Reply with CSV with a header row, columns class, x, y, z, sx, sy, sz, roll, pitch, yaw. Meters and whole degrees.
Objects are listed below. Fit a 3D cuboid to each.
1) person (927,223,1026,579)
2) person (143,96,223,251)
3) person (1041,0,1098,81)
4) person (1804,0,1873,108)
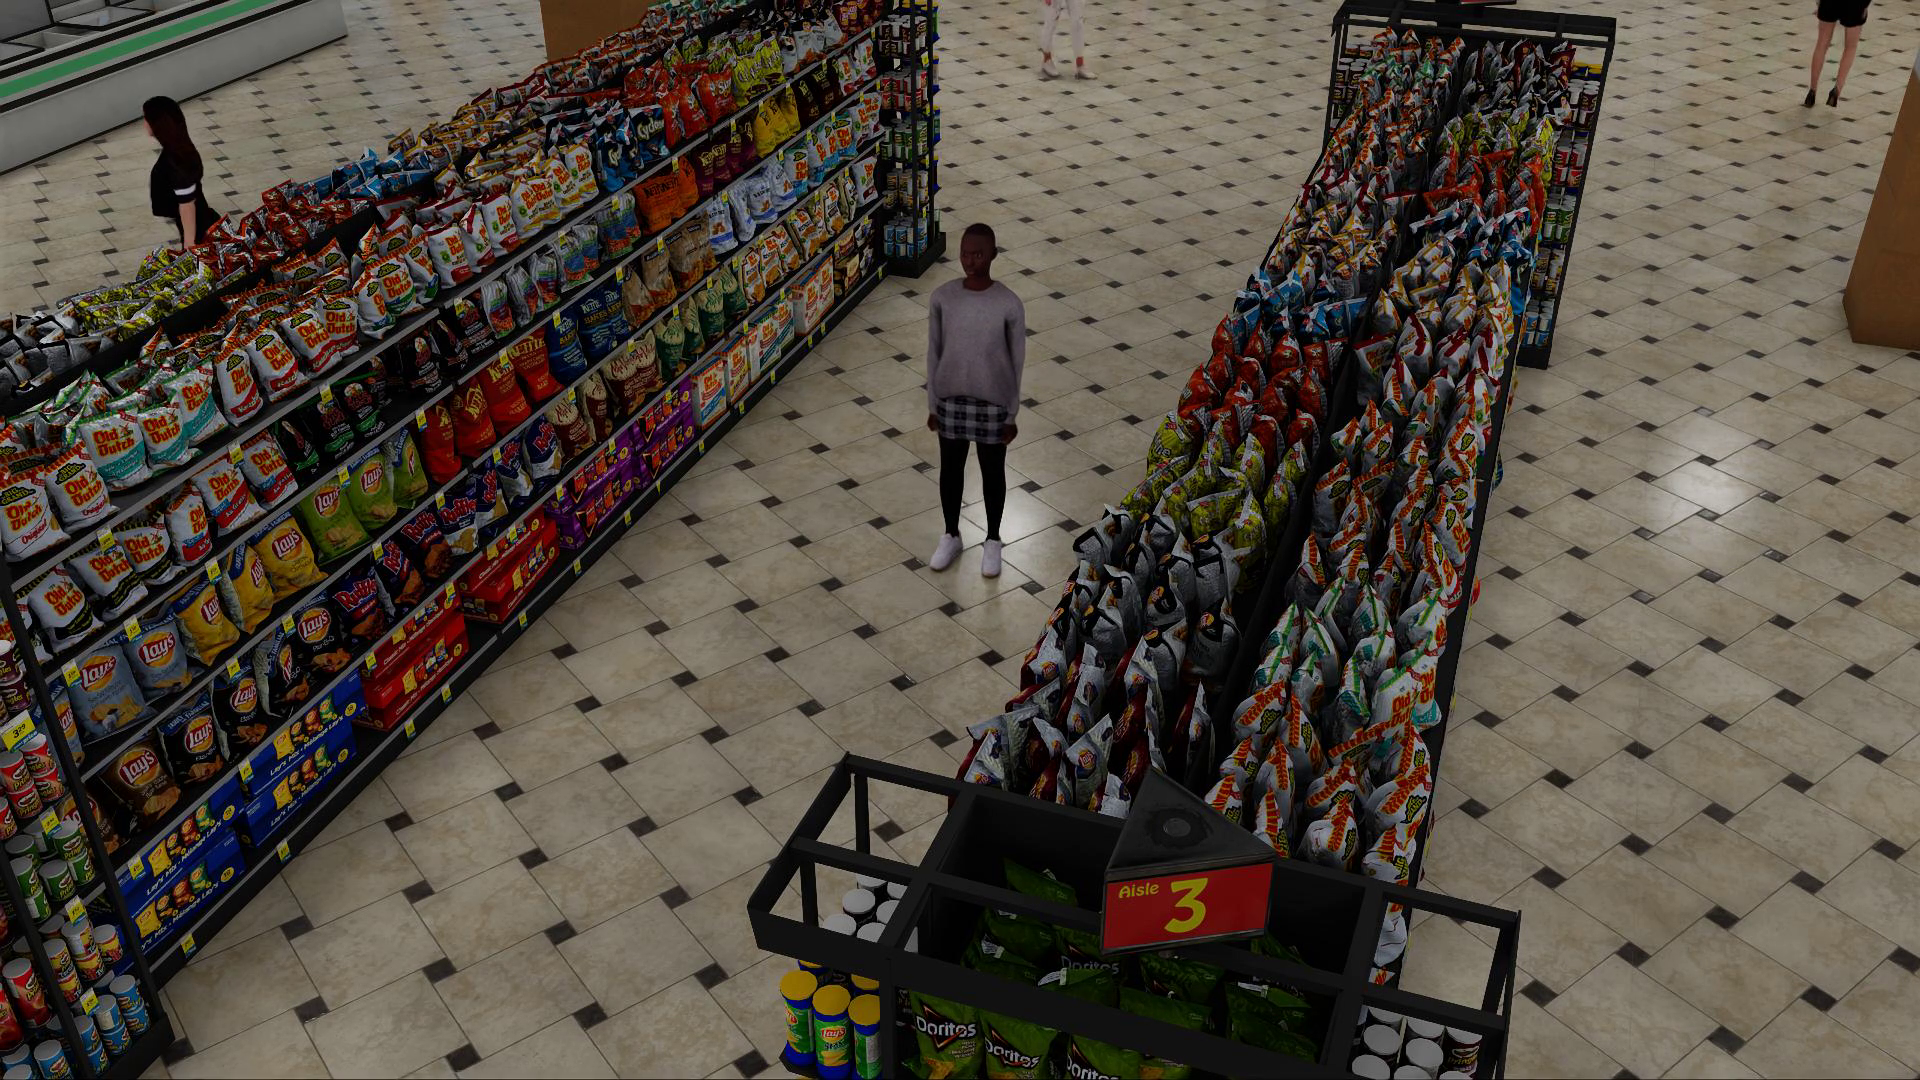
class,x,y,z,sx,sy,sz,roll,pitch,yaw
person,0.071,-0.660,7.915,0.633,1.771,0.558,7,33,12
person,-4.563,-1.820,9.916,0.793,1.626,0.731,-22,38,-31
person,0.872,-5.032,15.022,0.976,1.686,1.010,-17,36,-25
person,7.483,-4.533,14.149,0.661,1.761,0.644,20,37,28
